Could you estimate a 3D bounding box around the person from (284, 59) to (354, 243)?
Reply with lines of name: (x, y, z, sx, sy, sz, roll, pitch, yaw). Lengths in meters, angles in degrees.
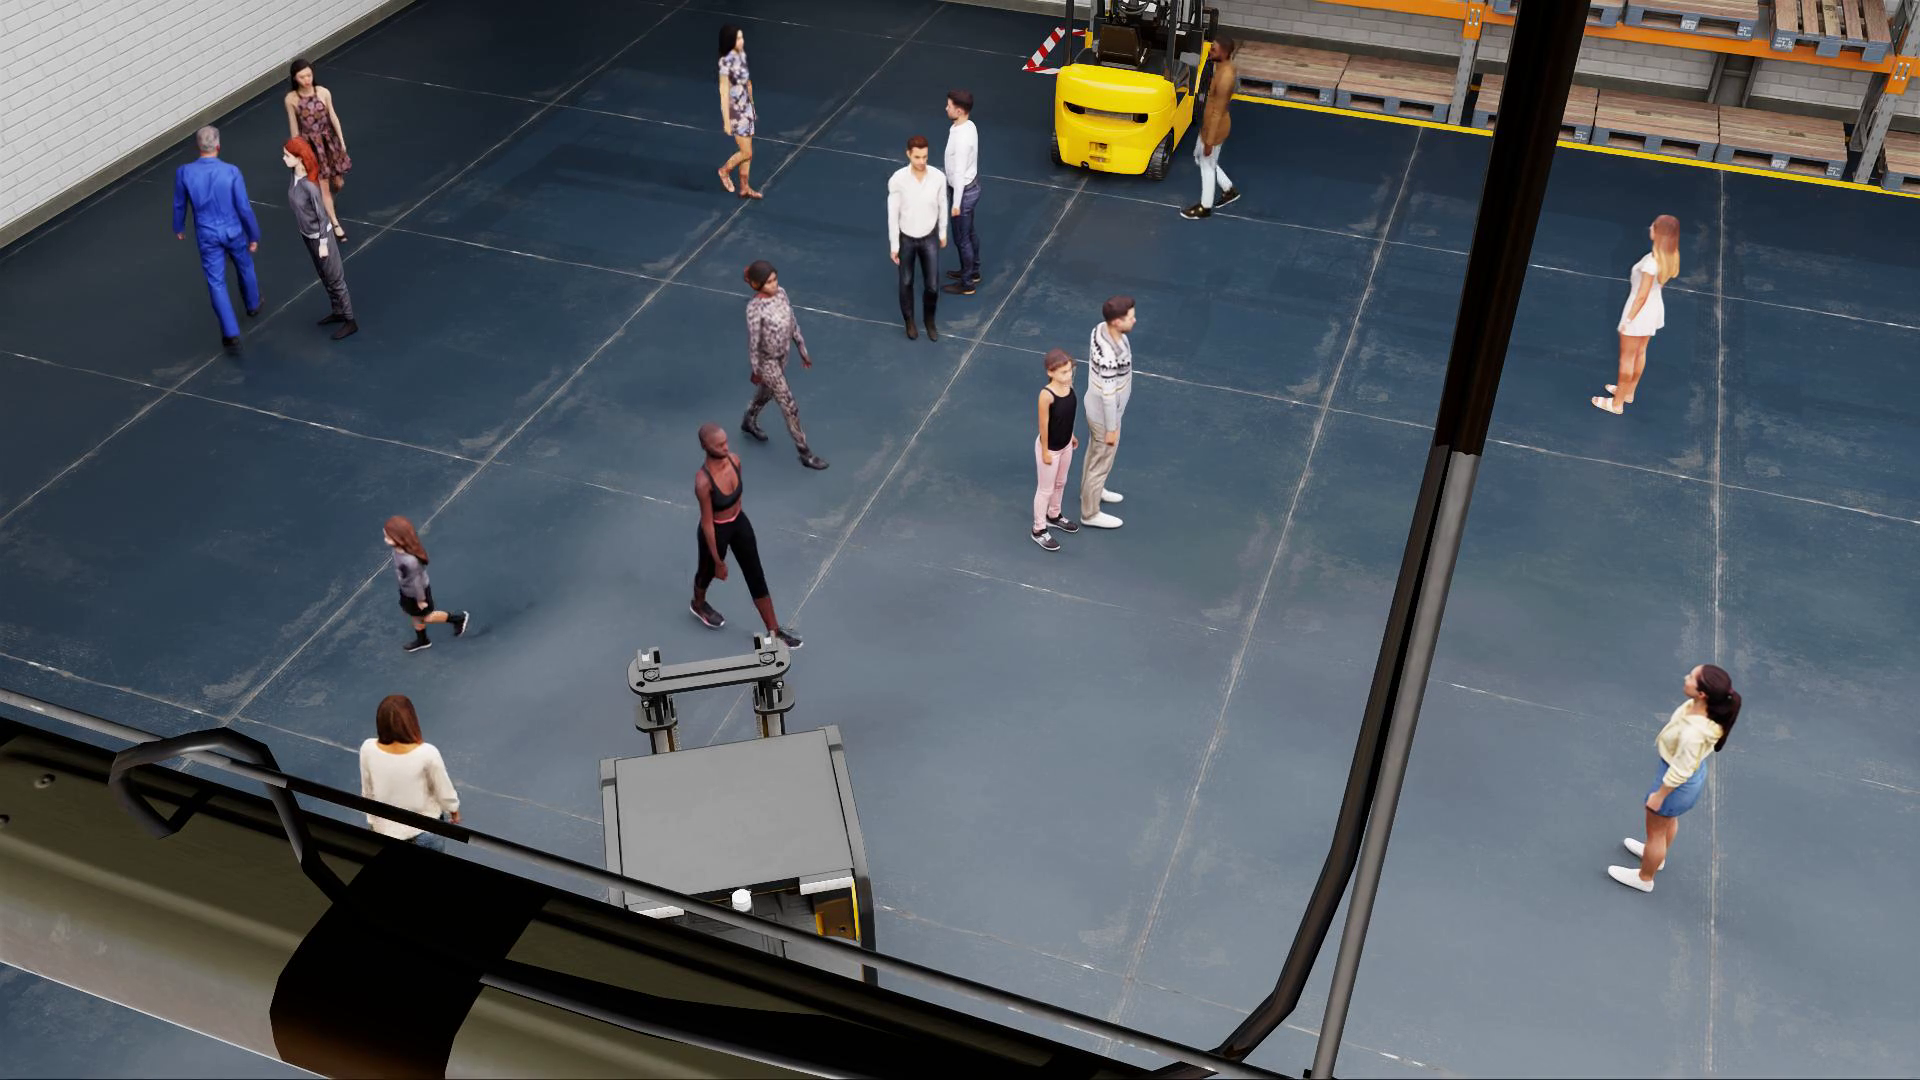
person: (-5.900, -3.590, 15.260, 0.877, 1.756, 0.959, -21, 43, -24)

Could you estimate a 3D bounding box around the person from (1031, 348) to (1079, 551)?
person: (0.669, -0.669, 11.755, 0.601, 1.565, 0.597, 26, 45, 29)

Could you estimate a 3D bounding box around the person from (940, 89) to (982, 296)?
person: (0.044, -3.023, 14.467, 0.649, 1.861, 0.658, 4, 39, 6)

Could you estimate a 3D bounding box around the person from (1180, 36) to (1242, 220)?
person: (2.452, -3.827, 15.516, 0.870, 1.808, 0.775, 4, 39, 5)

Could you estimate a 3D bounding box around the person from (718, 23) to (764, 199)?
person: (-2.187, -4.085, 15.905, 0.676, 1.725, 0.608, 14, 41, 17)

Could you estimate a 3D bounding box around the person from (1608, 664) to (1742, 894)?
person: (3.980, 1.314, 9.220, 0.670, 1.631, 0.707, 27, 46, 30)

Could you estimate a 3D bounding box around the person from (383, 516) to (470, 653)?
person: (-3.543, 0.274, 10.950, 0.733, 1.096, 0.696, -21, 43, -24)

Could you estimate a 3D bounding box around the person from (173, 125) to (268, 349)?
person: (-6.156, -2.470, 13.850, 1.289, 1.766, 1.301, -13, 41, -16)

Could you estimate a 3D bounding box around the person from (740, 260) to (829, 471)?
person: (-1.465, -1.361, 12.539, 1.184, 1.669, 0.743, 22, 44, 25)

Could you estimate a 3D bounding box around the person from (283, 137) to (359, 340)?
person: (-5.374, -2.540, 13.926, 0.715, 1.780, 0.606, -27, 46, -30)

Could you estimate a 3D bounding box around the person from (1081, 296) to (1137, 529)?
person: (1.025, -0.936, 11.864, 0.708, 1.848, 0.743, -1, 39, -1)

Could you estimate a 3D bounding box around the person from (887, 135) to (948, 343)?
person: (-0.384, -2.558, 13.891, 0.784, 1.852, 0.872, -5, 39, -6)

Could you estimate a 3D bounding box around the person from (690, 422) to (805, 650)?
person: (-1.614, -0.044, 10.860, 1.243, 1.707, 0.837, 24, 44, 27)

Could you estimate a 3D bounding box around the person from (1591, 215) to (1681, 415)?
person: (5.352, -1.773, 13.033, 0.655, 1.697, 0.681, -31, 48, -33)

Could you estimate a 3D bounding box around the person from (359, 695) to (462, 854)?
person: (-2.966, 1.566, 8.885, 0.739, 1.655, 0.780, 4, 39, 5)
